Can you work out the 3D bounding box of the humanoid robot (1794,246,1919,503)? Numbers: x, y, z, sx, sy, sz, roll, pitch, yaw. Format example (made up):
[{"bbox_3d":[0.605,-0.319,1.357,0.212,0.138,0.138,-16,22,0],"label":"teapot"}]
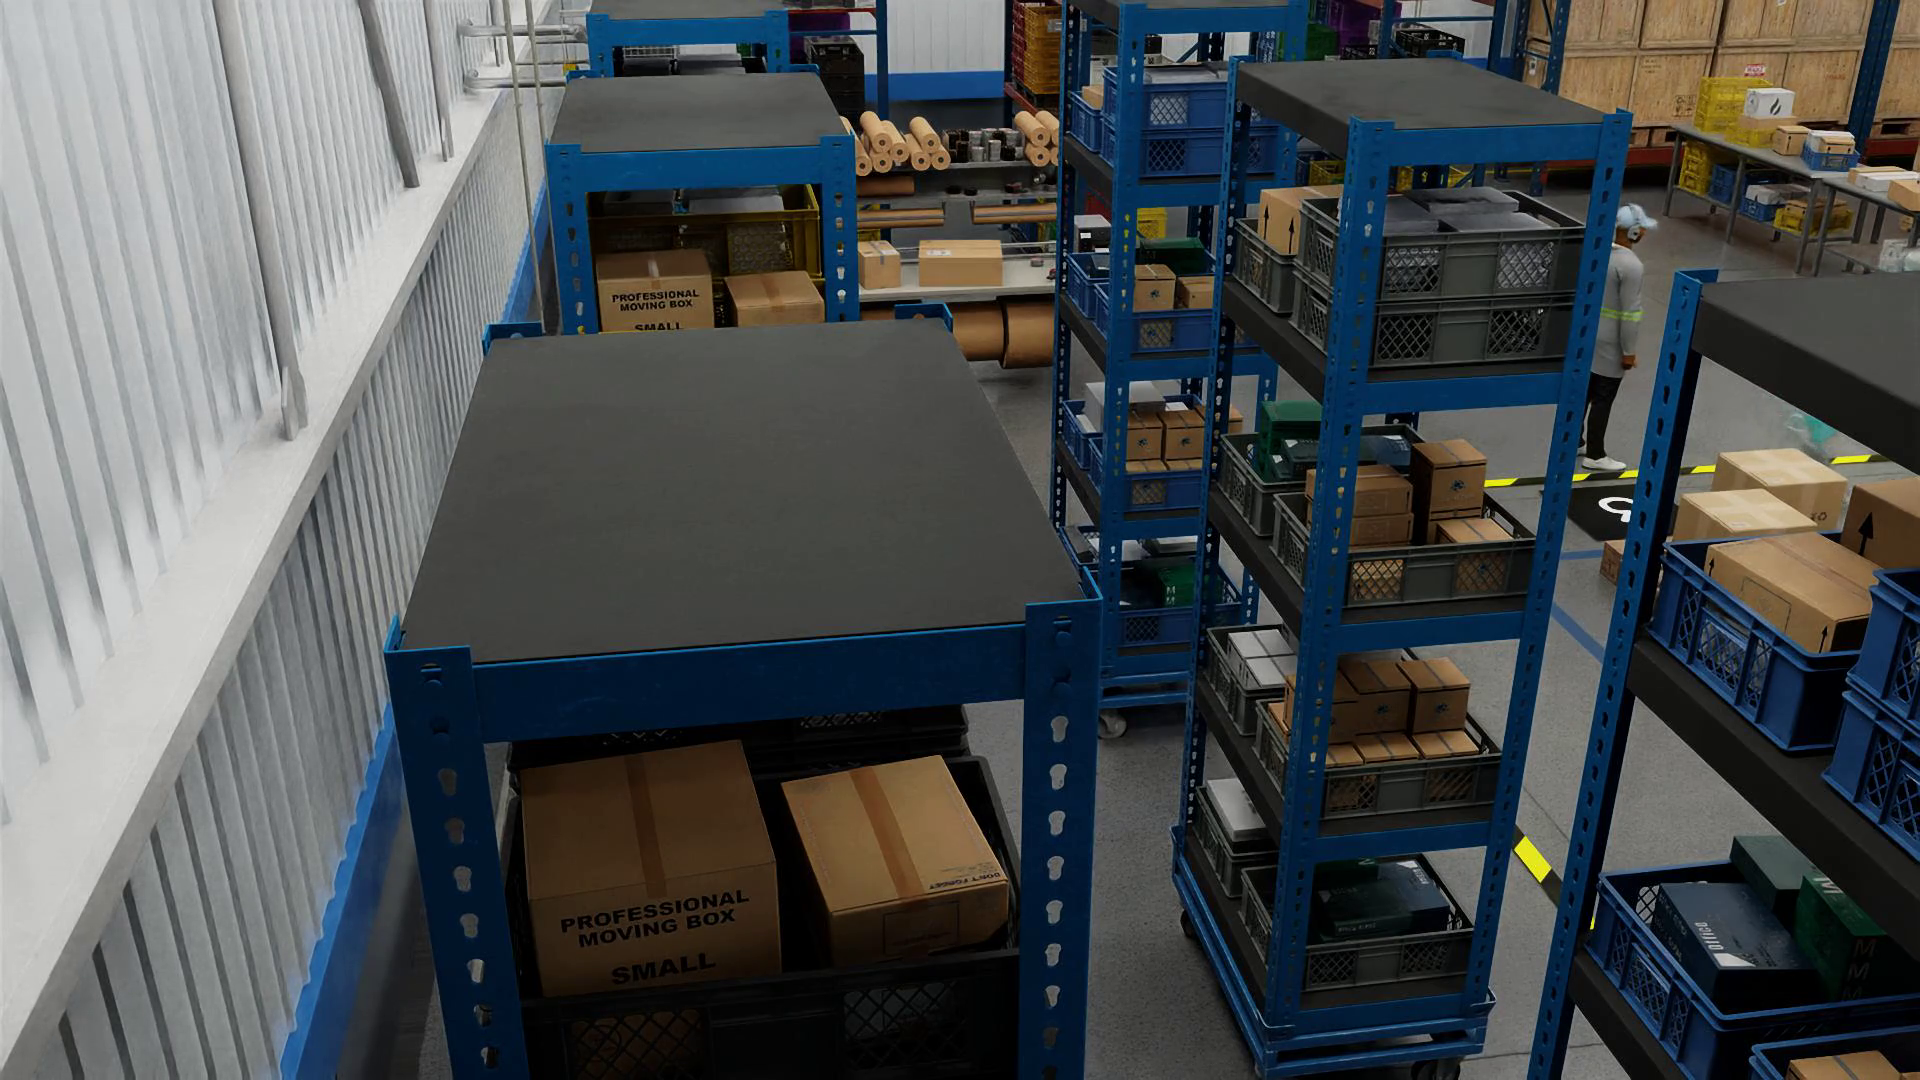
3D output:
[{"bbox_3d":[5.770,-1.104,10.780,0.736,1.678,0.533,15,28,29],"label":"humanoid robot"}]

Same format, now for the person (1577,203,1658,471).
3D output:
[{"bbox_3d":[4.475,-1.392,11.430,0.371,1.853,0.588,-5,25,-10],"label":"person"}]
